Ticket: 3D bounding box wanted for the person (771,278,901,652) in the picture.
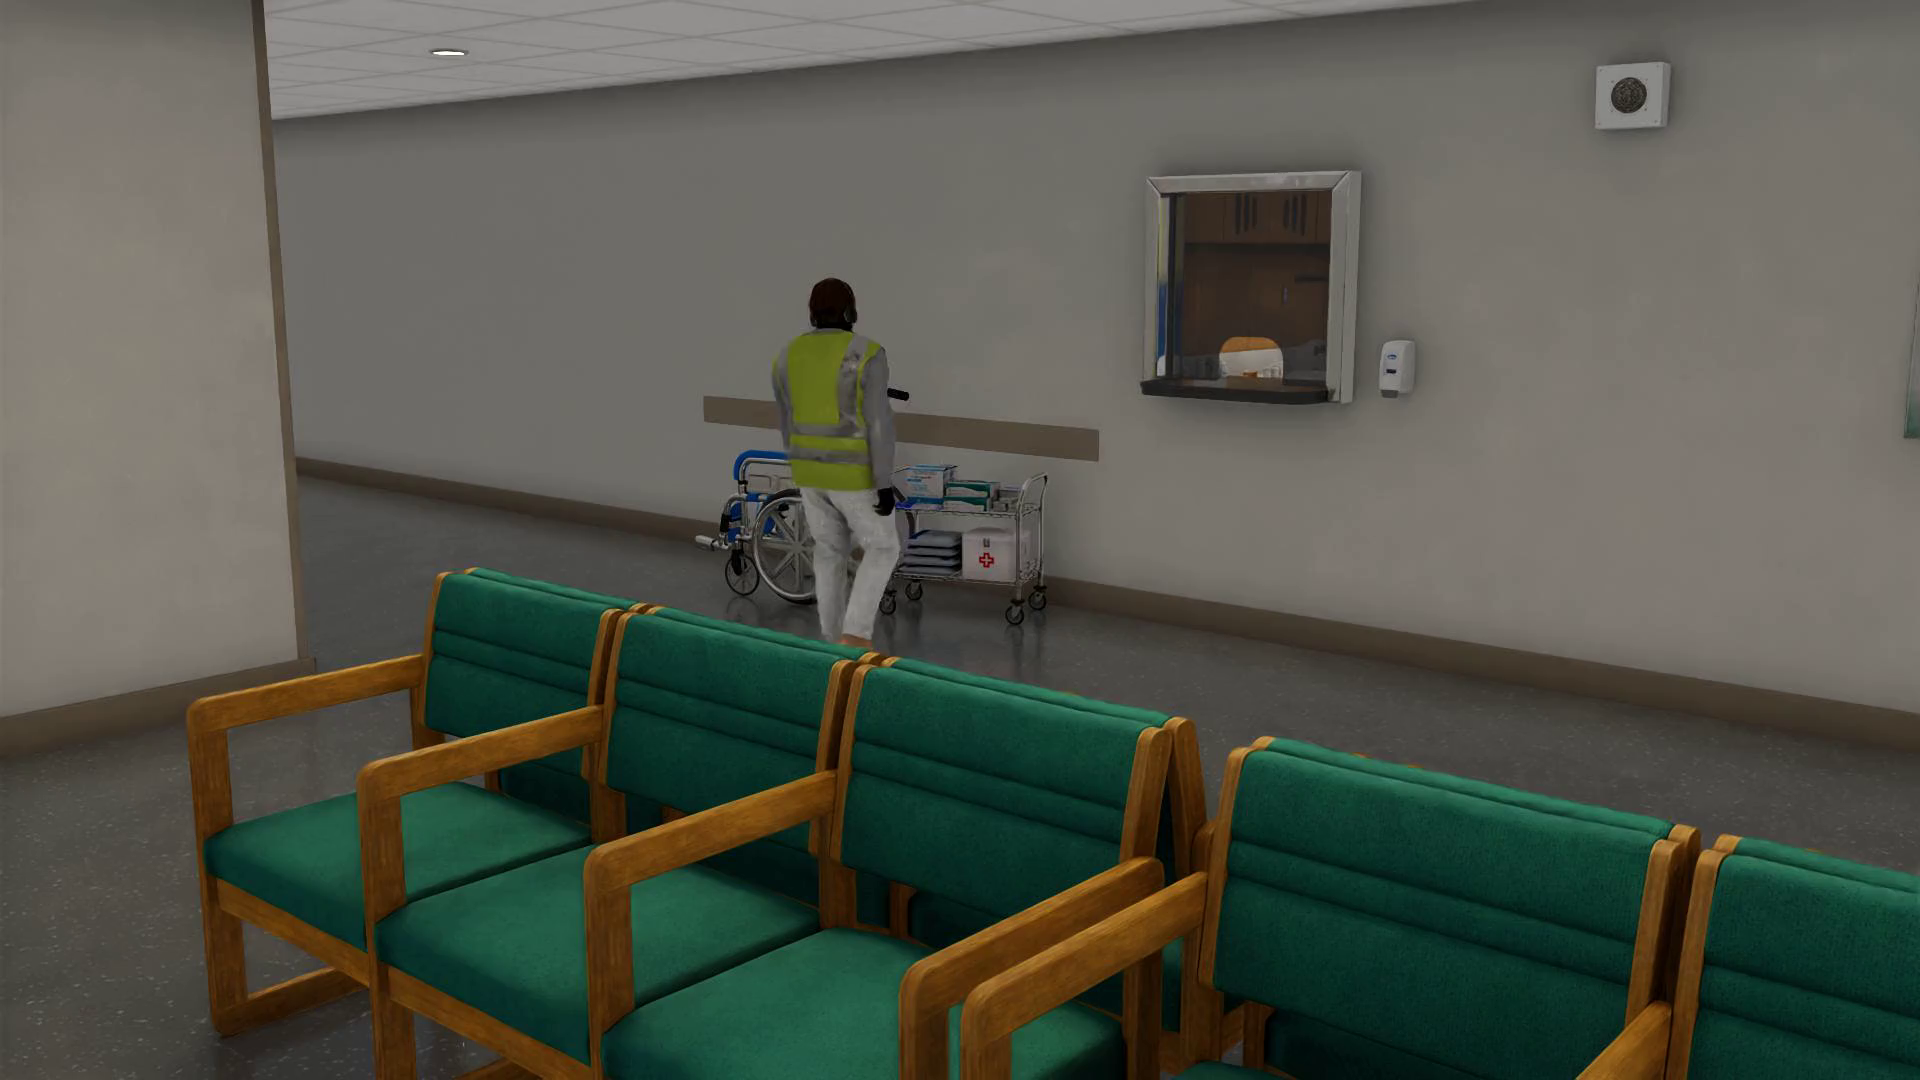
[{"bbox_3d":[-0.552,-0.285,7.659,0.648,1.822,0.443,6,12,31],"label":"person"}]
